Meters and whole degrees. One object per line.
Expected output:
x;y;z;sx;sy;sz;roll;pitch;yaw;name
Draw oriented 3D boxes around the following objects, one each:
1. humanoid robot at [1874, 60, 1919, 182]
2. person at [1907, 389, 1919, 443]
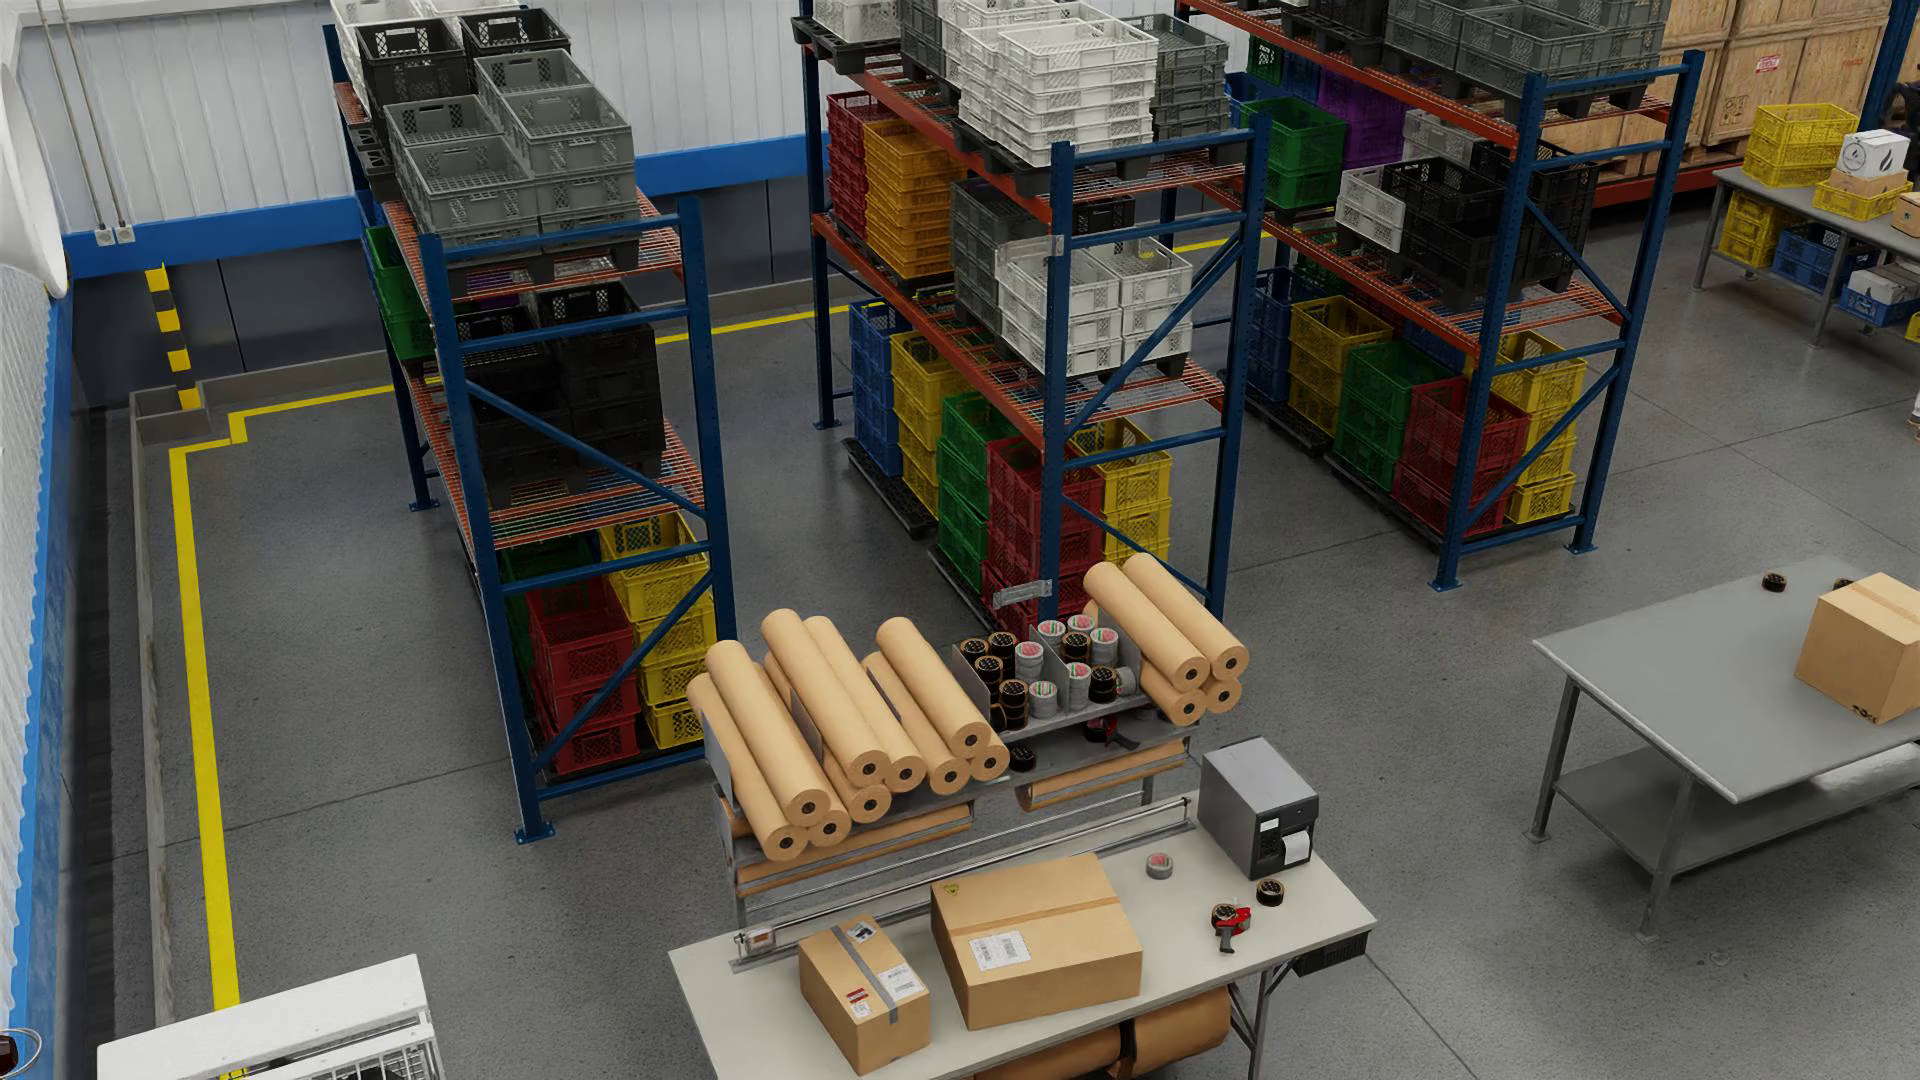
7.920;-3.249;13.914;0.640;1.646;0.498;8;33;13;humanoid robot
6.639;-1.511;10.882;0.355;1.887;0.573;11;33;17;person
